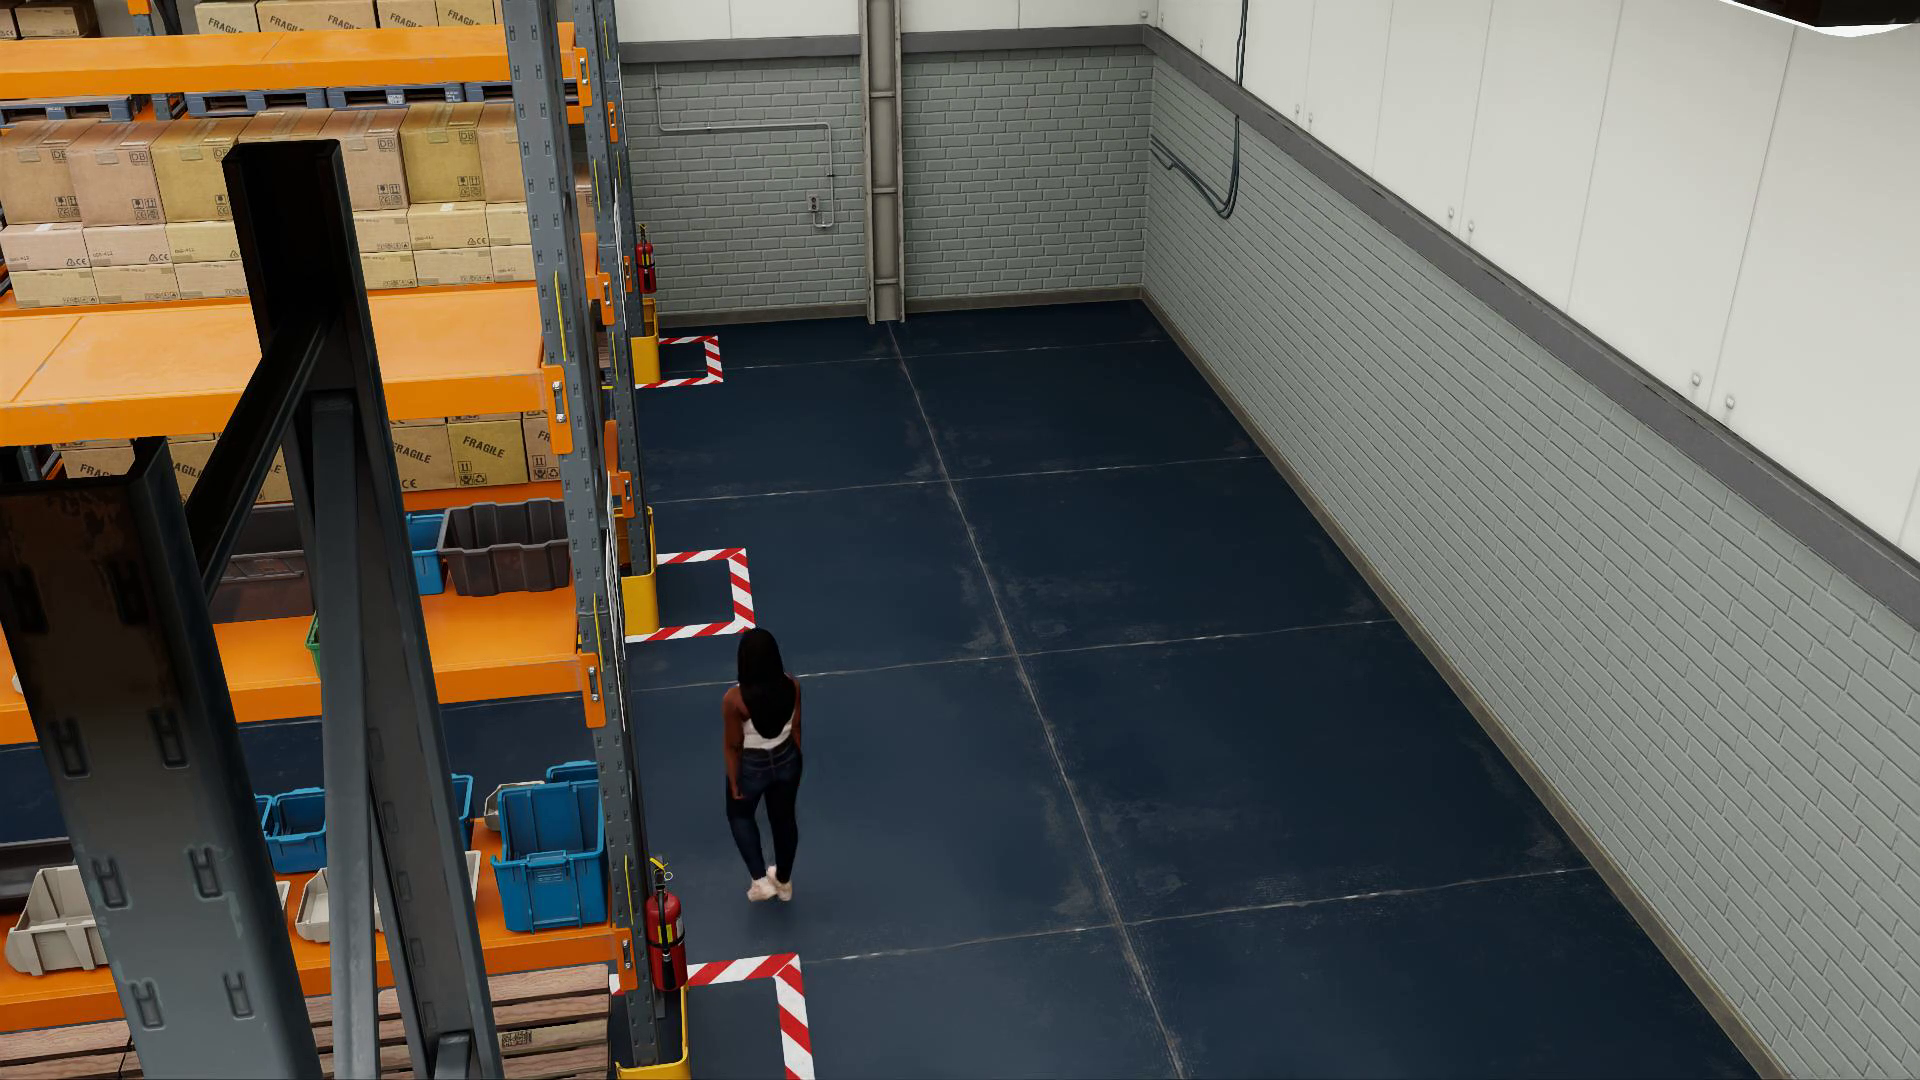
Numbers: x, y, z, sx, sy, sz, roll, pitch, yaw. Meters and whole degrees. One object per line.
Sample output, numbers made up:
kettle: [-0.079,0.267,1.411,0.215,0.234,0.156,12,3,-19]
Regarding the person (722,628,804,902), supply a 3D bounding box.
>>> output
person: [-1.072,1.346,9.450,0.721,1.802,0.771,-11,30,-20]
